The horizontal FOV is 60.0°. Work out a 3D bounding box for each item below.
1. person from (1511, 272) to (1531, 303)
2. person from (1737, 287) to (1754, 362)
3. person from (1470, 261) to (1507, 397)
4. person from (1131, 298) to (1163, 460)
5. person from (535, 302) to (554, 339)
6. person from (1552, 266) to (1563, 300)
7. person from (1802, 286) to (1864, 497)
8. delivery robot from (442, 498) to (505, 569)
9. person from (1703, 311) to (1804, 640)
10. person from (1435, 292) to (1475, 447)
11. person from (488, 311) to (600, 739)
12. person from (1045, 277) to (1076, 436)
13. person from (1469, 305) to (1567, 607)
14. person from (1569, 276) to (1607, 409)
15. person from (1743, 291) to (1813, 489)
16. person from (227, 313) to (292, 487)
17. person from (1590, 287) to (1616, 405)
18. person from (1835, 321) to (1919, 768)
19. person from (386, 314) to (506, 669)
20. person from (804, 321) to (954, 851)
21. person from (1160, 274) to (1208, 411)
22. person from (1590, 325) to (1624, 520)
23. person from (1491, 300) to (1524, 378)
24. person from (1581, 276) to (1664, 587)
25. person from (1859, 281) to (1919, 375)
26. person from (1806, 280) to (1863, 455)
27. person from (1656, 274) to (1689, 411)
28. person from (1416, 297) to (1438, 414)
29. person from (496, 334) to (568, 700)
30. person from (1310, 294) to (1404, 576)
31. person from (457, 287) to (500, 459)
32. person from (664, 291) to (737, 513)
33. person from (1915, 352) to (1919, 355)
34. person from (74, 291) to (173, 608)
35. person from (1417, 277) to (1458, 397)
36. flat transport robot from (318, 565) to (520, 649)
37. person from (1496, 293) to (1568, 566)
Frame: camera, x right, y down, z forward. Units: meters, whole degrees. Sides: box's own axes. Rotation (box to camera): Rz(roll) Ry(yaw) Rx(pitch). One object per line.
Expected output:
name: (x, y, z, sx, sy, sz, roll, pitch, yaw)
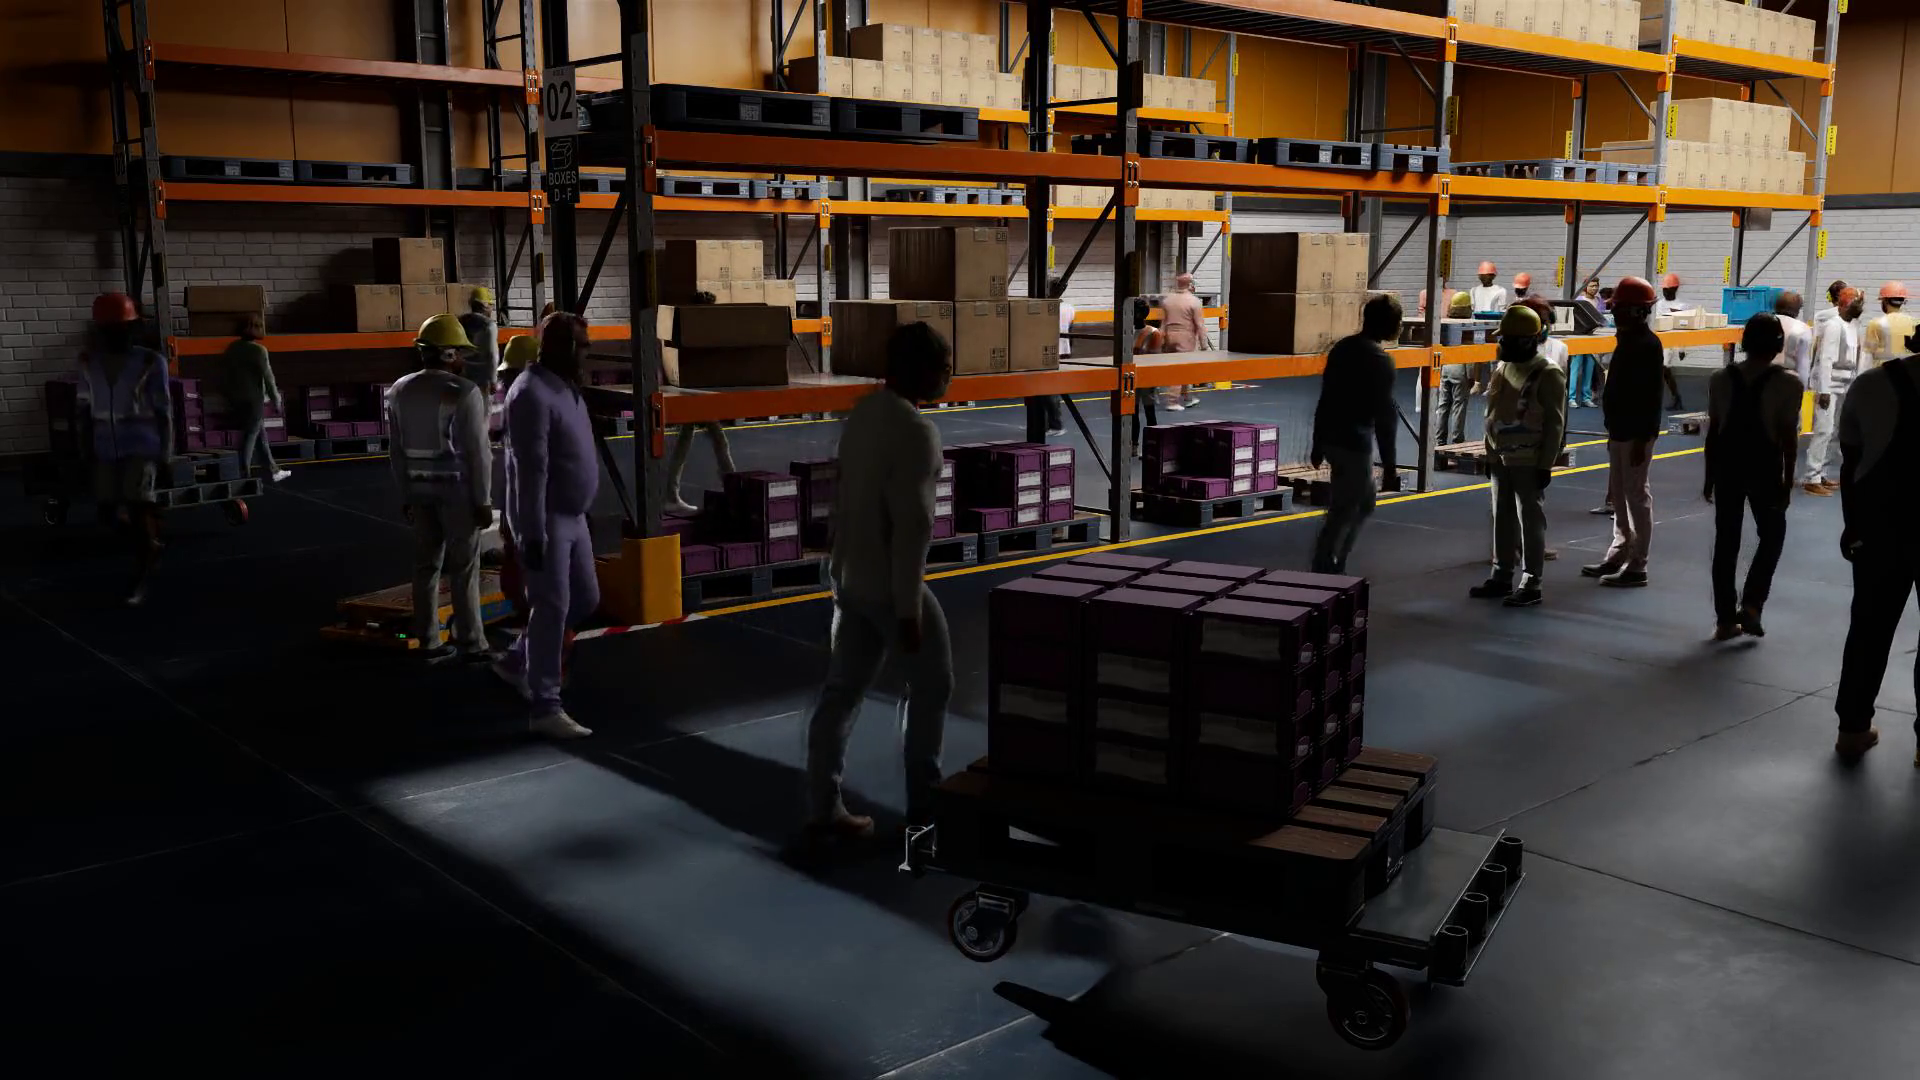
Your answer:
person: (7.833, -2.828, 23.528, 0.689, 1.893, 0.594, -2, 10, -11)
person: (12.457, -3.176, 26.292, 0.306, 1.645, 0.521, 1, 10, 7)
person: (7.949, -3.189, 25.204, 0.391, 2.040, 0.614, -9, 13, -42)
person: (1.883, -1.683, 17.424, 0.530, 1.689, 0.322, 9, 13, 43)
person: (-4.462, -1.789, 18.237, 0.505, 1.626, 0.283, 8, 12, 38)
person: (10.022, -3.600, 27.769, 0.469, 1.981, 0.652, 3, 10, 19)
person: (7.735, -1.323, 14.826, 0.745, 1.869, 0.389, -9, 13, -43)
delivery robot: (-3.072, -0.028, 10.772, 0.477, 0.478, 0.707, 3, 10, 18)
person: (4.354, -0.341, 9.181, 0.508, 1.830, 0.393, 9, 13, 41)
person: (5.344, -1.781, 17.841, 0.300, 1.742, 0.493, -5, 11, -28)
person: (-1.874, -0.067, 7.403, 0.510, 1.888, 0.797, 1, 10, 5)
person: (1.107, -2.152, 19.691, 0.415, 1.900, 0.622, 9, 13, 43)
person: (3.397, -0.510, 10.145, 0.403, 1.827, 0.597, -3, 10, -19)
person: (8.759, -2.764, 23.287, 0.564, 1.847, 0.396, -3, 10, -16)
person: (7.409, -1.336, 15.053, 0.823, 1.797, 0.642, -9, 13, -41)
person: (-6.439, -1.286, 15.347, 0.521, 1.602, 0.770, 6, 12, 33)
person: (9.180, -2.754, 23.704, 0.514, 1.682, 0.550, -8, 12, -38)
person: (4.049, -0.068, 6.939, 0.535, 2.000, 0.689, -9, 13, -42)
person: (-2.650, -0.246, 8.597, 0.592, 1.828, 0.404, 4, 11, 23)
person: (-0.215, 0.169, 5.968, 0.824, 1.886, 0.731, -5, 11, -28)
person: (3.157, -2.718, 22.943, 0.918, 1.865, 0.675, -9, 13, -41)
person: (5.387, -0.985, 13.477, 0.310, 1.642, 0.514, -1, 10, -6)
person: (6.294, -1.906, 18.895, 0.514, 1.633, 0.312, 3, 10, 17)
person: (4.307, -0.693, 10.729, 0.391, 1.995, 0.613, 1, 10, 5)
person: (9.207, -1.597, 16.380, 0.548, 1.891, 0.985, -2, 10, -11)
person: (9.341, -1.833, 17.785, 0.531, 1.865, 0.310, 1, 10, 5)
person: (9.622, -2.678, 22.681, 0.959, 1.897, 0.554, -3, 10, -19)
person: (6.349, -2.520, 22.483, 0.280, 1.634, 0.498, 0, 10, 0)
person: (-2.041, -0.112, 8.044, 0.546, 1.760, 0.343, 8, 12, 39)
person: (2.370, -0.527, 10.058, 0.566, 1.897, 0.635, -2, 10, -11)
person: (-5.015, -1.728, 17.395, 0.619, 1.801, 0.486, 5, 11, 28)
person: (-2.091, -1.145, 13.868, 0.942, 1.823, 0.541, -6, 11, -32)
person: (8.750, -1.277, 14.823, 0.533, 1.767, 0.326, -1, 10, -6)
person: (-5.079, -0.565, 10.190, 0.556, 1.921, 0.589, 0, 10, -1)
person: (7.177, -3.130, 24.999, 0.611, 1.995, 0.380, 0, 10, 1)
flat transport robot: (-2.907, 0.367, 9.563, 0.652, 0.197, 1.431, 5, 11, 25)
person: (3.874, -0.744, 11.389, 0.686, 1.869, 0.411, -5, 11, -25)
